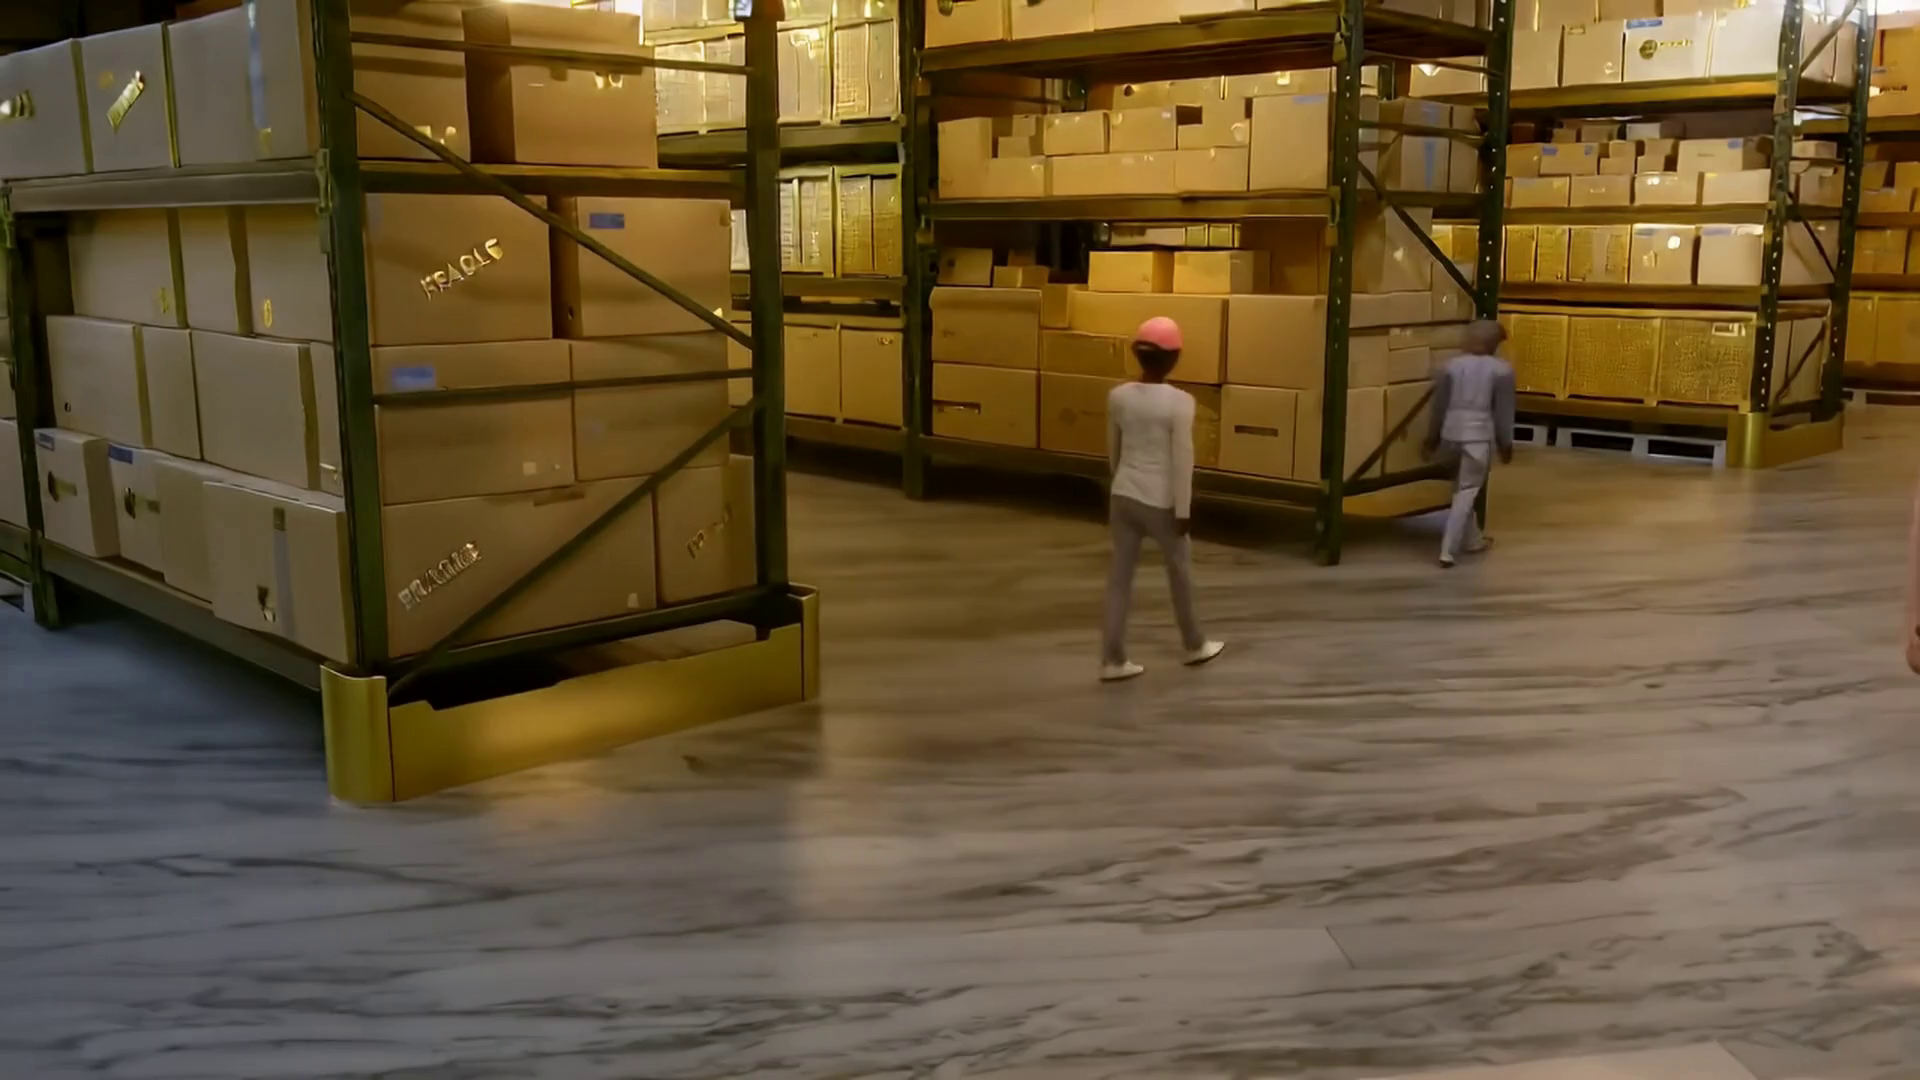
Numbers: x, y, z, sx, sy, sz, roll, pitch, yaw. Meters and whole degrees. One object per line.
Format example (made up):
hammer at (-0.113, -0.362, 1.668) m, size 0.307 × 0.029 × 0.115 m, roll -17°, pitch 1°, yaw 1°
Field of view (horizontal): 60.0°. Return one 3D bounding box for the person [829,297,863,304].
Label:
person at (-1.389, -2.603, 20.641) m, size 0.424 × 1.927 × 0.563 m, roll 8°, pitch 13°, yaw 38°

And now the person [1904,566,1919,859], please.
person at (3.323, 0.240, 5.116) m, size 0.716 × 1.920 × 1.009 m, roll 5°, pitch 11°, yaw 25°

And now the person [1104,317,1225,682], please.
person at (0.986, -0.205, 8.070) m, size 0.552 × 1.729 × 0.825 m, roll 10°, pitch 14°, yaw 43°

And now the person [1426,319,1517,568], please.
person at (3.310, -0.631, 10.816) m, size 0.885 × 1.593 × 0.551 m, roll -10°, pitch 14°, yaw -43°
